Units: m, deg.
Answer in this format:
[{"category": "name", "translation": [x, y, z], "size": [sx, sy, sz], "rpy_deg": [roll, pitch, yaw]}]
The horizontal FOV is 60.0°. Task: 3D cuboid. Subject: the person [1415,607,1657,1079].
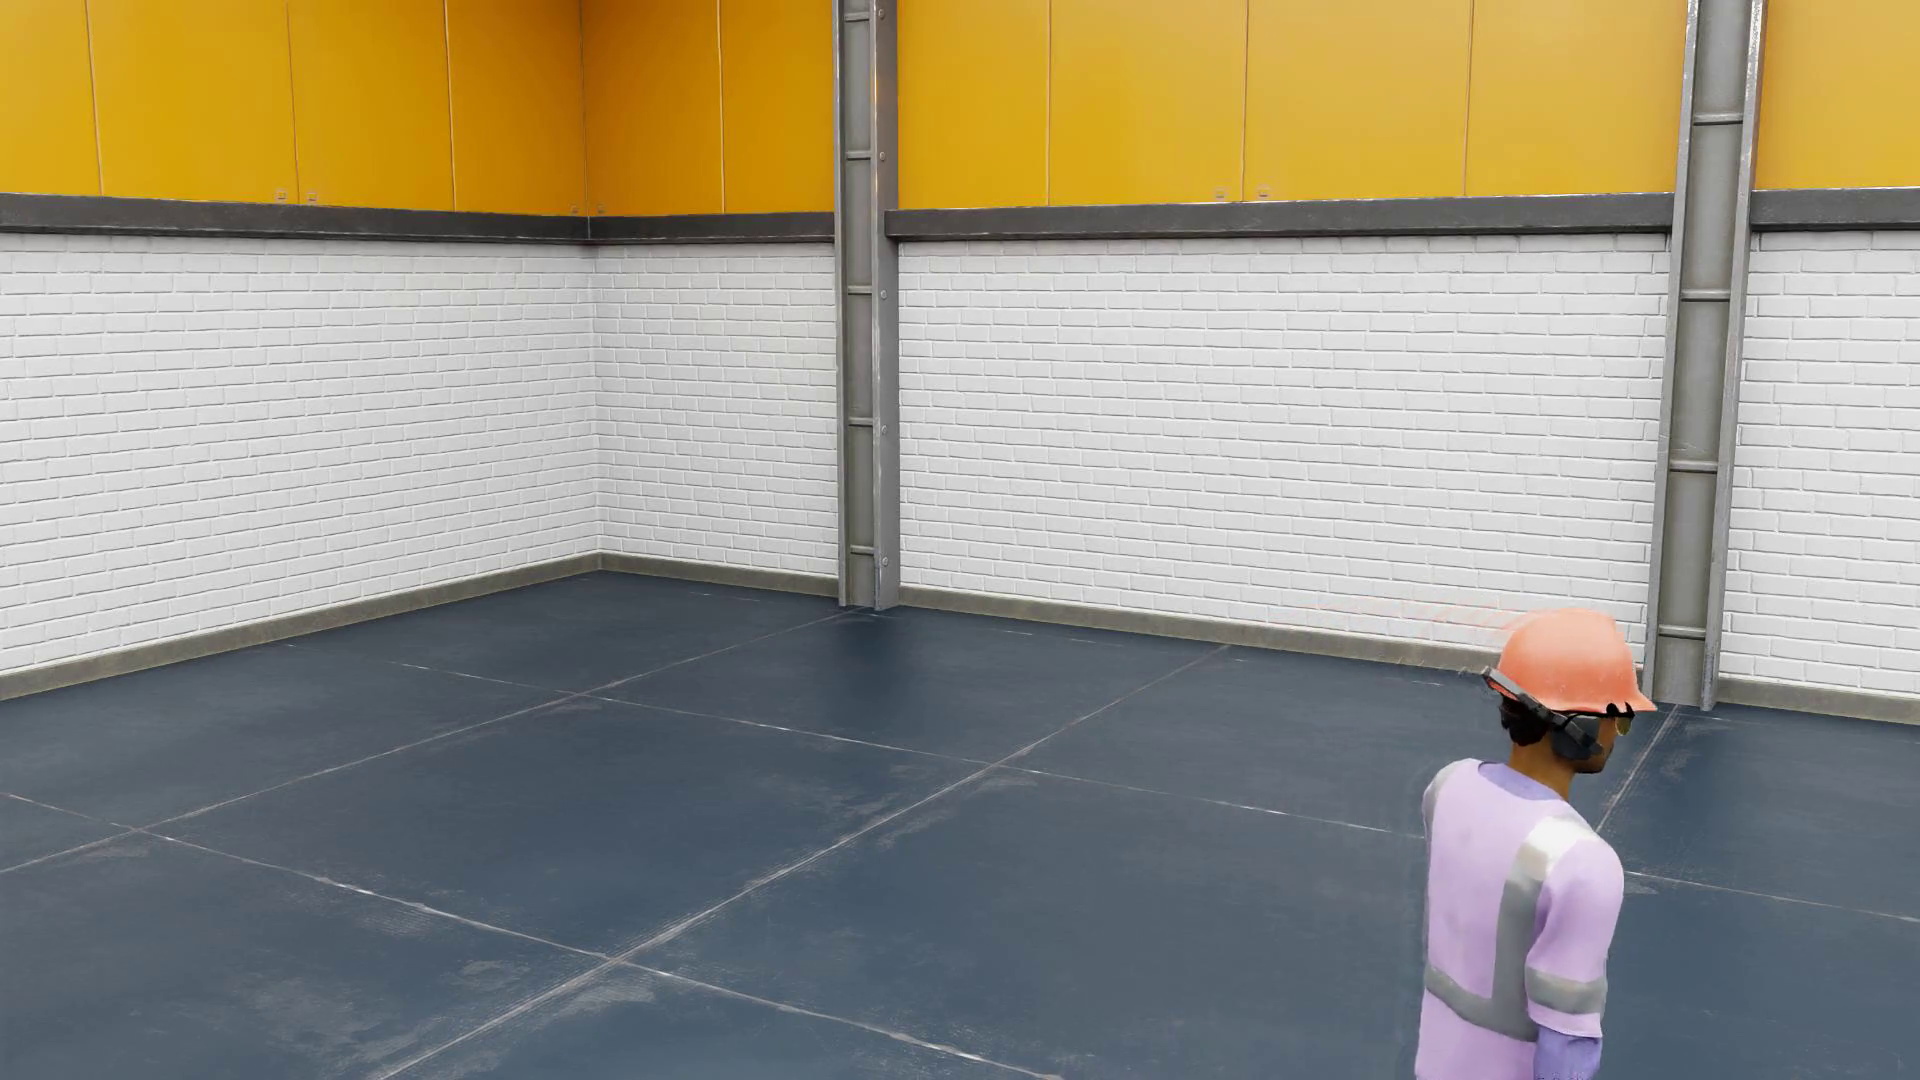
[{"category": "person", "translation": [1.179, 1.113, 3.432], "size": [1.050, 1.985, 0.630], "rpy_deg": [-3, 9, -16]}]
